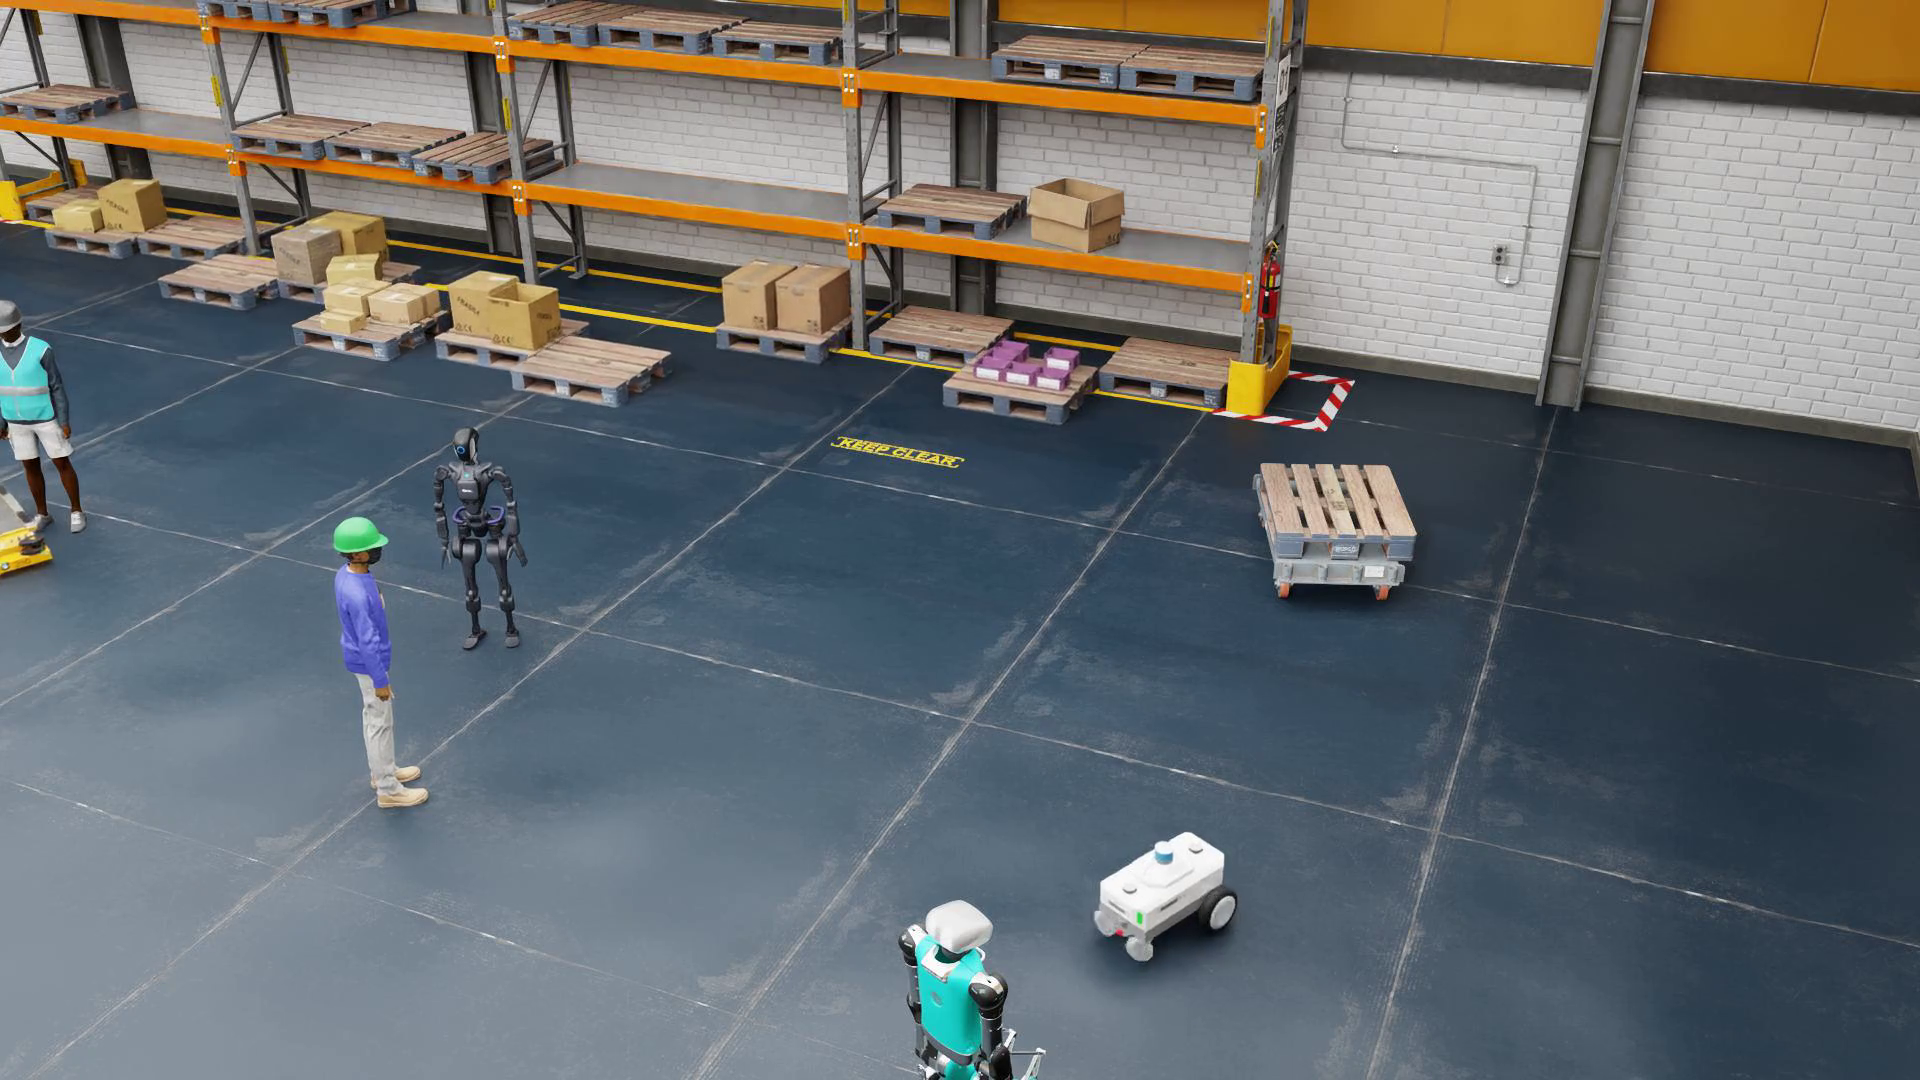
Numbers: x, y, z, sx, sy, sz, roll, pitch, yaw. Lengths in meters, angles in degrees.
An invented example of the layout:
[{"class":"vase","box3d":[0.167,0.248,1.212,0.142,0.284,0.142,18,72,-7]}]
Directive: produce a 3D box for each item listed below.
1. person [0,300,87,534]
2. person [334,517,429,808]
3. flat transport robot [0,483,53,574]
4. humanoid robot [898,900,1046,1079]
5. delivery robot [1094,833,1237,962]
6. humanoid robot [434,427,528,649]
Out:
[{"class":"person","box3d":[-7.232,-0.965,12.988,0.554,1.934,0.430,-3,27,-6]},{"class":"person","box3d":[-3.437,0.712,9.805,0.358,1.871,0.465,-11,29,-21]},{"class":"flat transport robot","box3d":[-7.701,-0.072,13.070,0.659,0.231,1.431,-22,34,-35]},{"class":"humanoid robot","box3d":[0.137,2.134,7.047,0.533,1.677,0.735,24,36,38]},{"class":"delivery robot","box3d":[1.093,1.881,8.972,0.766,0.594,0.529,-22,34,-36]},{"class":"humanoid robot","box3d":[-3.277,-0.010,11.400,0.599,1.657,0.315,0,27,-1]}]
